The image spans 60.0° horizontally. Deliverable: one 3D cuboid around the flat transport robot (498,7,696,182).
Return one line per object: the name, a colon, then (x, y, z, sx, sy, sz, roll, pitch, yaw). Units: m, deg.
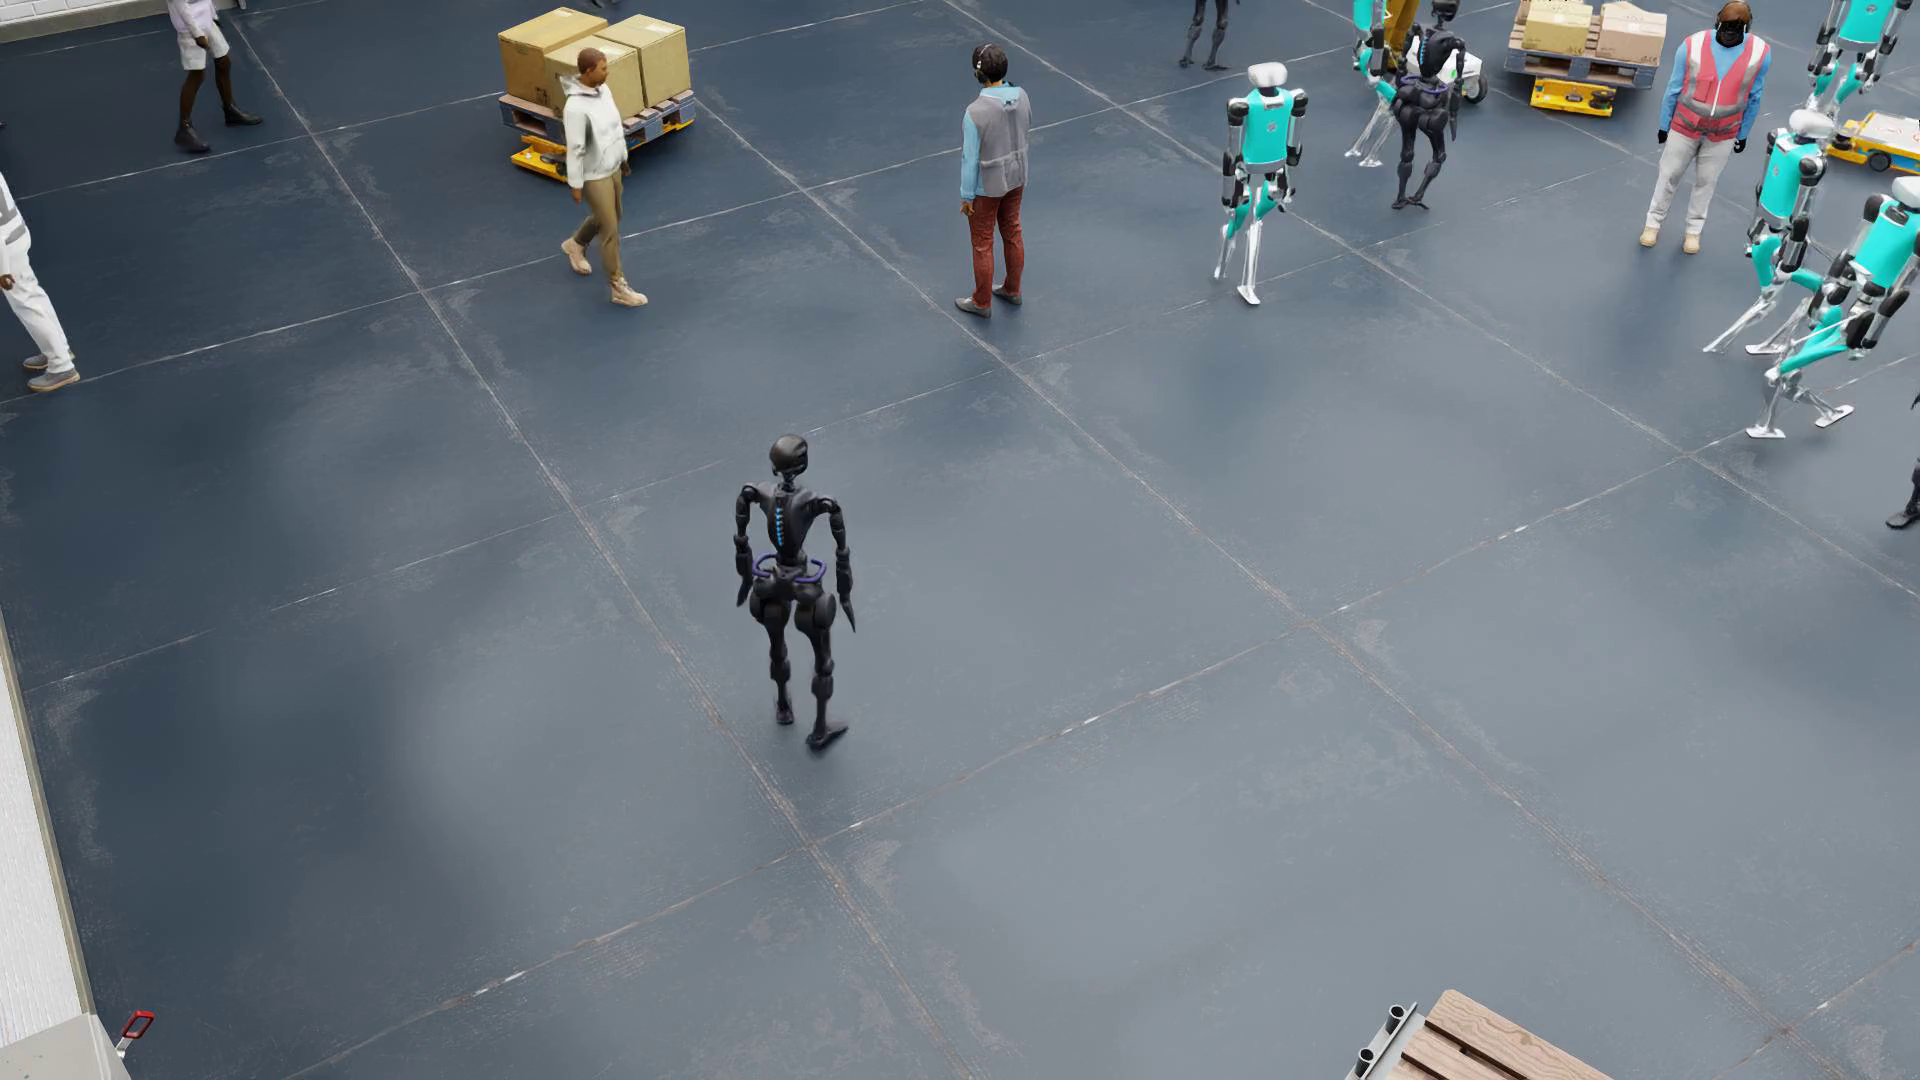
flat transport robot: (-2.881, -3.293, 13.446, 0.659, 0.231, 1.431, 23, 44, 27)

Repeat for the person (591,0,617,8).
person: (-3.420, -5.860, 15.448, 0.635, 1.809, 0.677, 8, 39, 11)

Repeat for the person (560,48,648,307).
person: (-2.499, -2.480, 11.241, 0.742, 1.738, 0.599, 13, 40, 16)

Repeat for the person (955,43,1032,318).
person: (0.232, -2.337, 10.953, 0.534, 1.873, 0.416, -28, 46, -31)

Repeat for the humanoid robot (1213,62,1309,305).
humanoid robot: (1.907, -2.391, 11.205, 0.555, 1.892, 0.775, -9, 39, -11)

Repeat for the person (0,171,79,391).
person: (-5.919, -1.803, 10.277, 0.346, 1.877, 0.580, -17, 42, -20)

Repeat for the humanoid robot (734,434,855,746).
humanoid robot: (-0.796, 0.260, 7.838, 0.611, 1.647, 0.446, 9, 39, 11)

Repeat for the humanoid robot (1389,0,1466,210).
humanoid robot: (3.402, -3.208, 12.207, 0.314, 1.656, 0.611, -28, 46, -30)

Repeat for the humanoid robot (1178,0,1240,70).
humanoid robot: (2.160, -4.888, 14.337, 0.461, 1.640, 0.614, -31, 48, -33)

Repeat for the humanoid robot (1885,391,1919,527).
humanoid robot: (5.680, -0.822, 9.221, 0.703, 1.635, 0.610, -24, 44, -28)

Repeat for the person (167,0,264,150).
person: (-6.062, -4.064, 13.104, 0.575, 1.906, 0.781, 1, 38, 1)

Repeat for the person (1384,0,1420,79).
person: (3.779, -4.704, 14.032, 0.529, 1.751, 0.342, -27, 46, -30)

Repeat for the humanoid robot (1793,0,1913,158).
humanoid robot: (6.768, -3.644, 12.744, 0.539, 1.823, 0.744, 13, 40, 15)

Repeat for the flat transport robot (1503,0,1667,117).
flat transport robot: (5.353, -4.062, 14.417, 0.659, 0.231, 1.431, 13, 40, 15)

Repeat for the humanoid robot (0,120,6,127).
humanoid robot: (-8.105, -4.050, 13.256, 0.599, 1.657, 0.315, 18, 42, 21)

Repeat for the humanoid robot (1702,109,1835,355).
humanoid robot: (5.240, -1.836, 10.448, 0.871, 1.793, 0.539, -3, 39, -4)

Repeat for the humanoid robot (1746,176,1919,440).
humanoid robot: (5.040, -1.271, 9.719, 1.001, 1.720, 0.533, -9, 39, -11)

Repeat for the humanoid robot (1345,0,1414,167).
humanoid robot: (3.283, -3.698, 12.780, 0.663, 1.802, 0.538, -4, 39, -5)

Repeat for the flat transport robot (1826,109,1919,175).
flat transport robot: (7.693, -3.047, 13.136, 1.431, 0.231, 0.659, 25, 45, 28)

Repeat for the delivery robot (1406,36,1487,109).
delivery robot: (4.082, -4.015, 14.111, 0.510, 0.573, 0.744, -16, 41, -19)

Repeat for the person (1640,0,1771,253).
person: (5.230, -2.894, 11.690, 0.628, 1.837, 0.431, 12, 40, 15)
